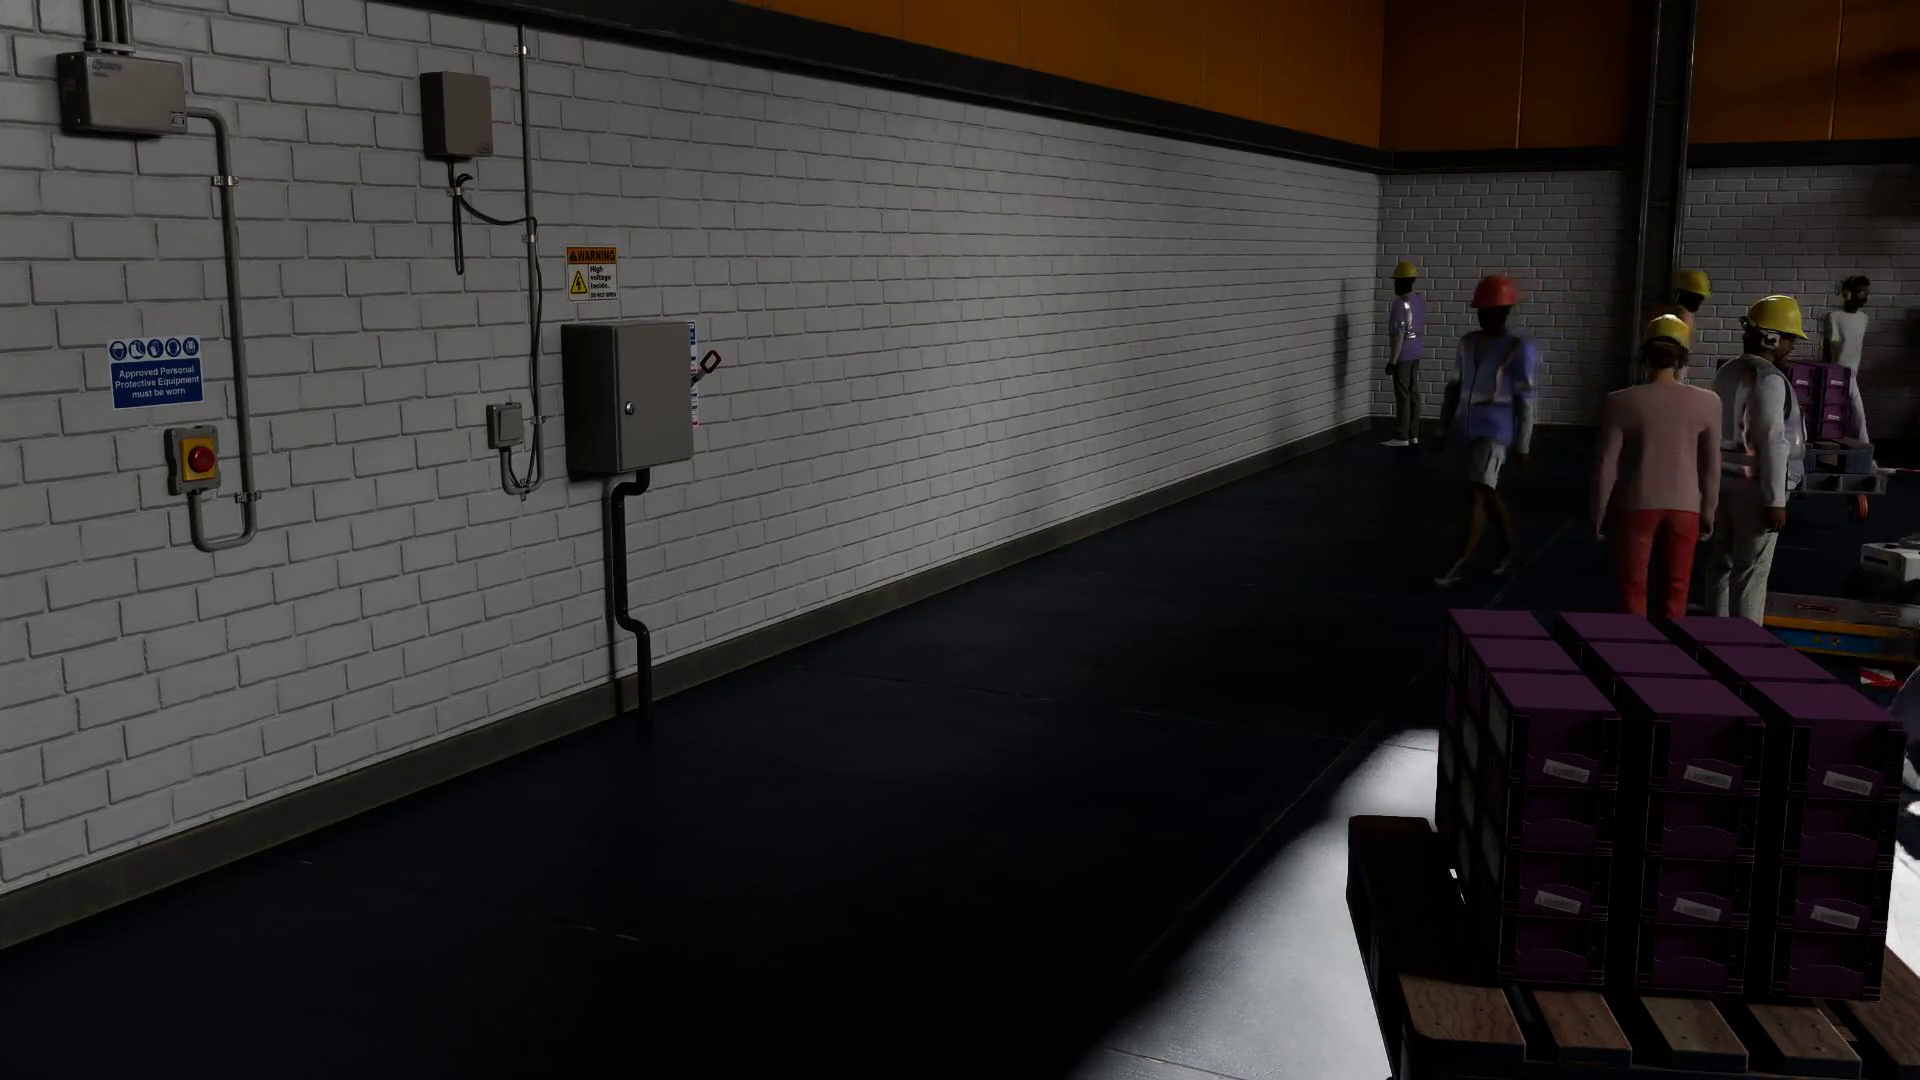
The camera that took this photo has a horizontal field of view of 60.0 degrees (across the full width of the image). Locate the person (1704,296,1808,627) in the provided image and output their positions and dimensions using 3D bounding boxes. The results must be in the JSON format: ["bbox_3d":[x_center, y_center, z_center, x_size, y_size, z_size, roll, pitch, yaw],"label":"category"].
[{"bbox_3d":[3.765,-0.237,7.883,0.403,1.822,0.589,0,10,1],"label":"person"}]

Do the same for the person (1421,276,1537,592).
[{"bbox_3d":[3.187,-0.652,10.118,0.959,1.895,0.554,-5,11,-26],"label":"person"}]

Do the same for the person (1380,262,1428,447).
[{"bbox_3d":[4.636,-1.931,17.379,0.371,1.929,0.584,9,13,41],"label":"person"}]

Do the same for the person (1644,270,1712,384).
[{"bbox_3d":[6.145,-1.366,14.288,0.843,1.874,0.721,0,10,-2],"label":"person"}]

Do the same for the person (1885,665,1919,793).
[{"bbox_3d":[3.840,0.071,6.035,0.989,1.856,0.665,3,10,18],"label":"person"}]

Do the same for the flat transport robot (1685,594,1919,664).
[{"bbox_3d":[4.422,0.444,8.420,1.431,0.197,0.652,6,11,30],"label":"flat transport robot"}]

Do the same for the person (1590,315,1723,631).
[{"bbox_3d":[3.110,-0.127,7.463,0.549,1.752,0.369,2,10,13],"label":"person"}]

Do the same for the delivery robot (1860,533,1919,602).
[{"bbox_3d":[5.346,0.132,9.136,0.707,0.478,0.477,-2,10,-9],"label":"delivery robot"}]

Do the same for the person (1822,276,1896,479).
[{"bbox_3d":[7.839,-1.415,14.725,0.513,1.814,0.996,-3,10,-16],"label":"person"}]
